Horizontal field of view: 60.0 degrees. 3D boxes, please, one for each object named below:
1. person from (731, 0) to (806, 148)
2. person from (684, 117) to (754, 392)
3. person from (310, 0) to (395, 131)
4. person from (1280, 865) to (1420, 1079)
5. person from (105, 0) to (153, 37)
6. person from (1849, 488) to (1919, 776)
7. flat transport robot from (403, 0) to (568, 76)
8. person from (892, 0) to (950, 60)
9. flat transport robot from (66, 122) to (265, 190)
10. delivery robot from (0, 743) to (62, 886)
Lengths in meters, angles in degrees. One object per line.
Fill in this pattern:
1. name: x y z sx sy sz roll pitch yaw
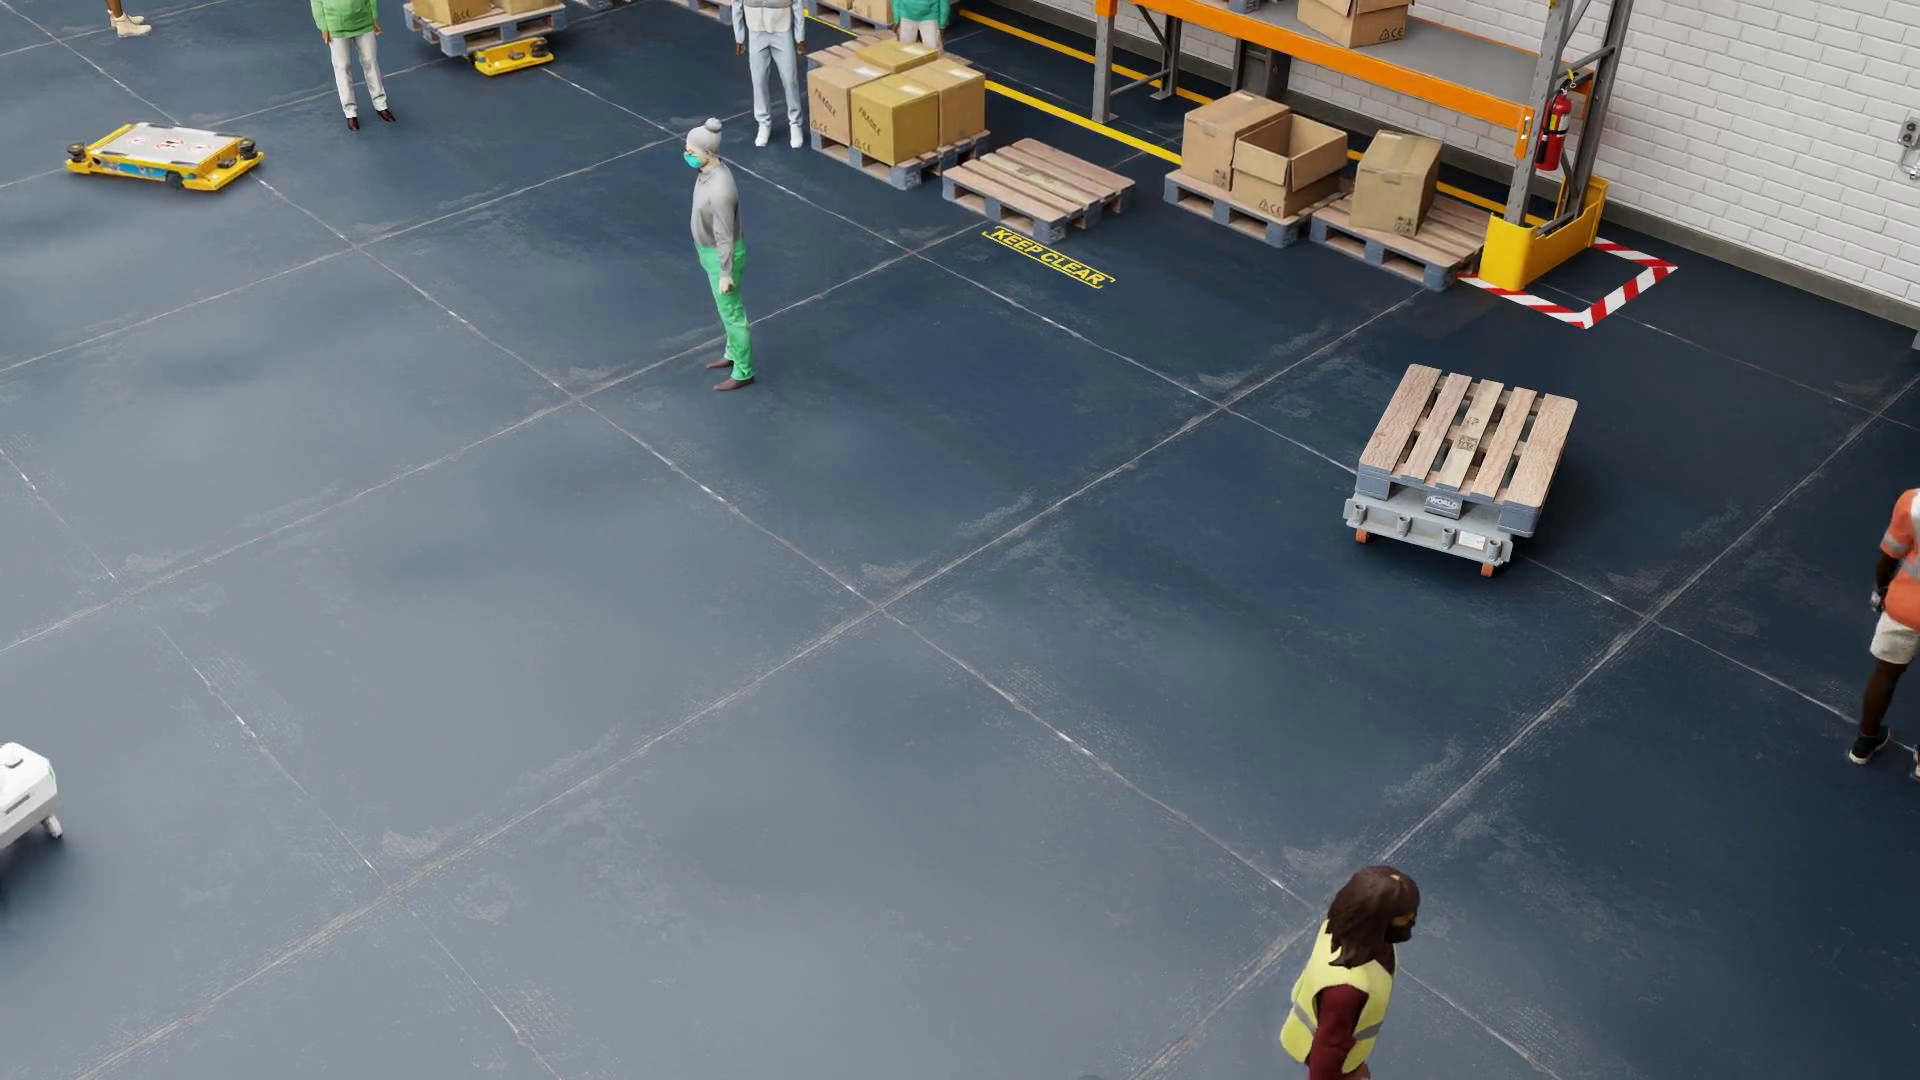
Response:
1. person: -1.569 -4.196 13.733 0.600 1.904 0.394 3 37 3
2. person: -1.537 -1.828 10.651 0.328 1.843 0.511 -9 38 -12
3. person: -5.184 -4.391 14.091 0.537 1.785 0.383 -22 42 -27
4. person: 1.374 1.792 5.923 0.445 1.758 0.489 13 39 16
5. person: -8.173 -5.827 15.776 0.364 2.048 0.607 -20 42 -25
6. person: 4.557 0.309 7.747 0.649 1.939 0.416 16 40 20
7. flat transport robot: -4.500 -4.784 15.867 0.659 0.231 1.431 -25 44 -29
8. person: -0.323 -4.442 14.112 0.503 1.842 0.393 10 38 13
9. flat transport robot: -6.570 -3.173 13.733 1.431 0.231 0.659 10 38 13
10. delivery robot: -4.512 1.292 7.580 0.525 0.587 0.750 18 41 23
